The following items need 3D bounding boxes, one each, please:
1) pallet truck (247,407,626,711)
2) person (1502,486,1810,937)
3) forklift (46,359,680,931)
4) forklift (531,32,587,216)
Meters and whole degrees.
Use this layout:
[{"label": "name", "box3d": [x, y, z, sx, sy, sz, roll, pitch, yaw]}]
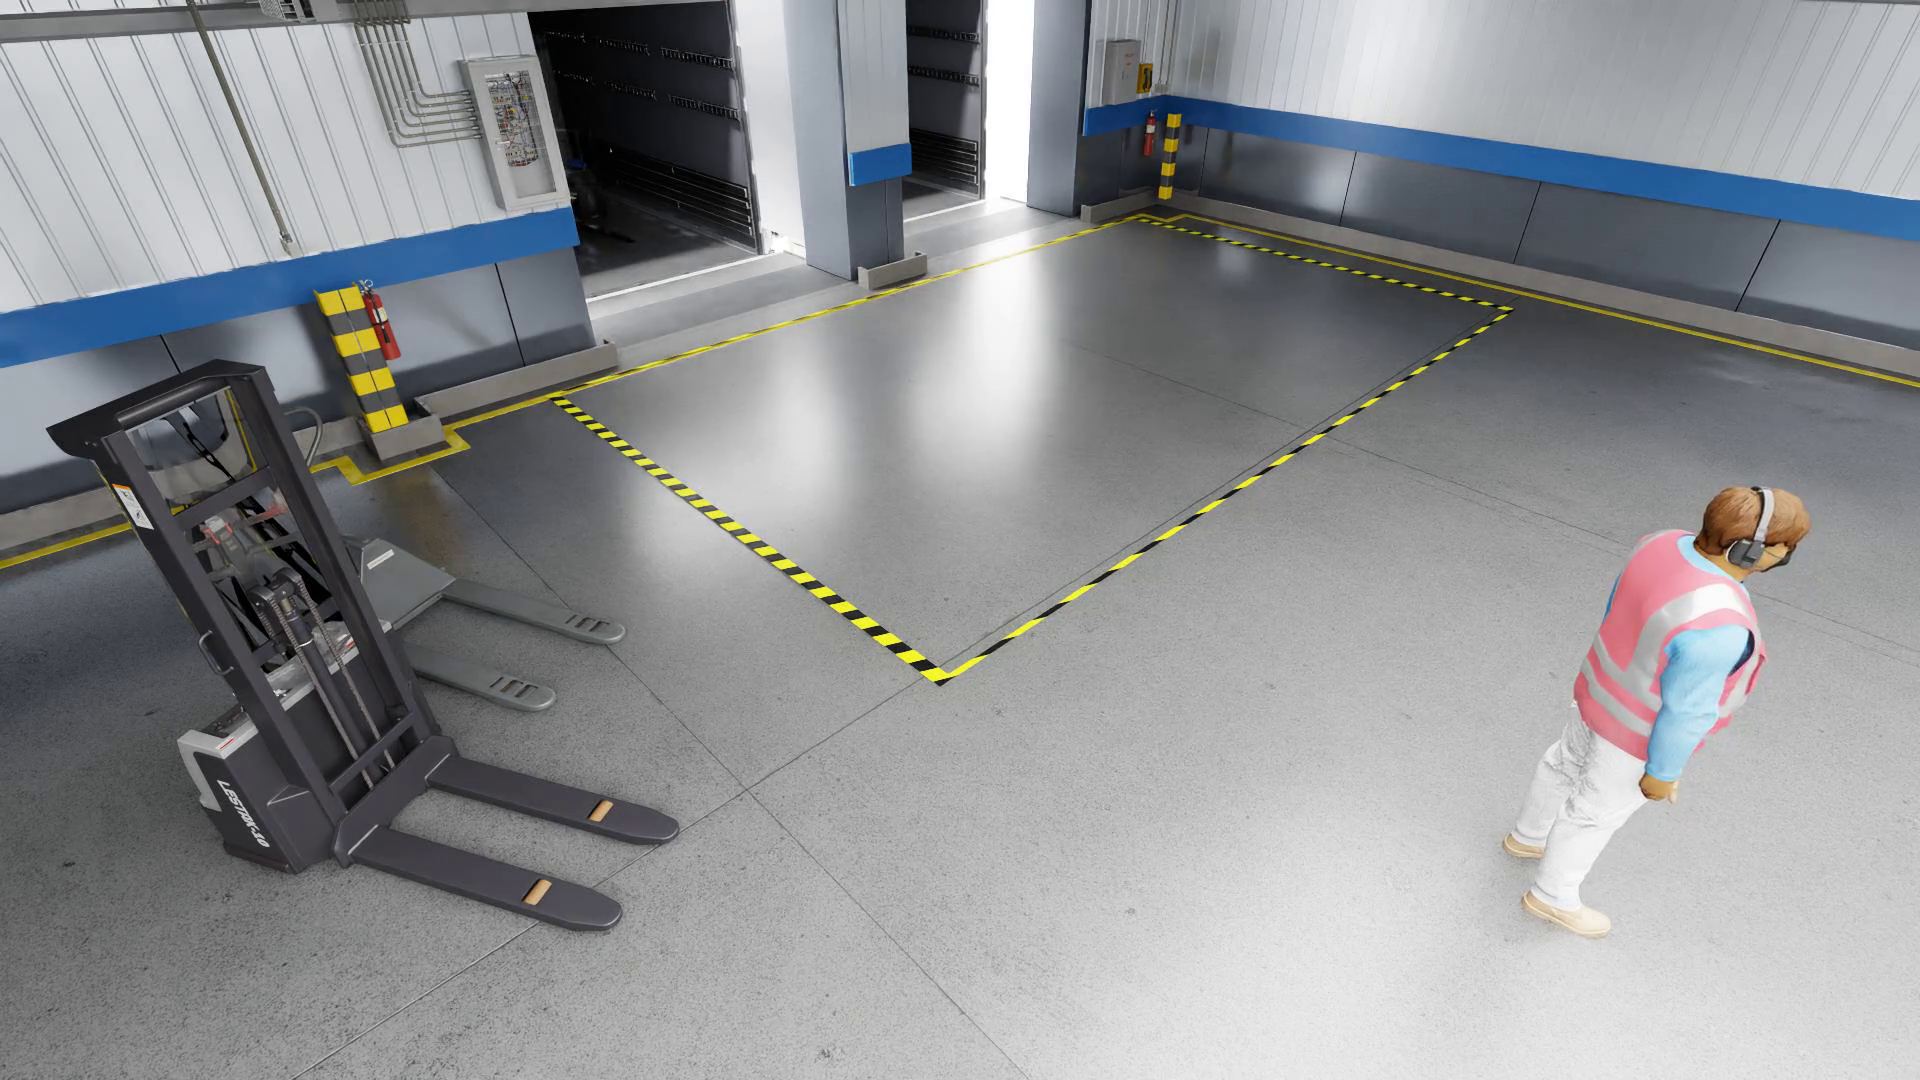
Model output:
[{"label": "pallet truck", "box3d": [-2.628, 0.038, 4.590, 1.601, 1.201, 0.680, 12, 36, 18]}, {"label": "person", "box3d": [2.374, 0.618, 3.203, 0.431, 1.844, 0.621, 10, 35, 14]}, {"label": "forklift", "box3d": [-2.135, 0.422, 3.354, 1.885, 1.965, 0.823, 10, 35, 14]}, {"label": "forklift", "box3d": [-5.628, -5.065, 11.104, 2.680, 2.036, 1.157, 29, 44, 36]}]
